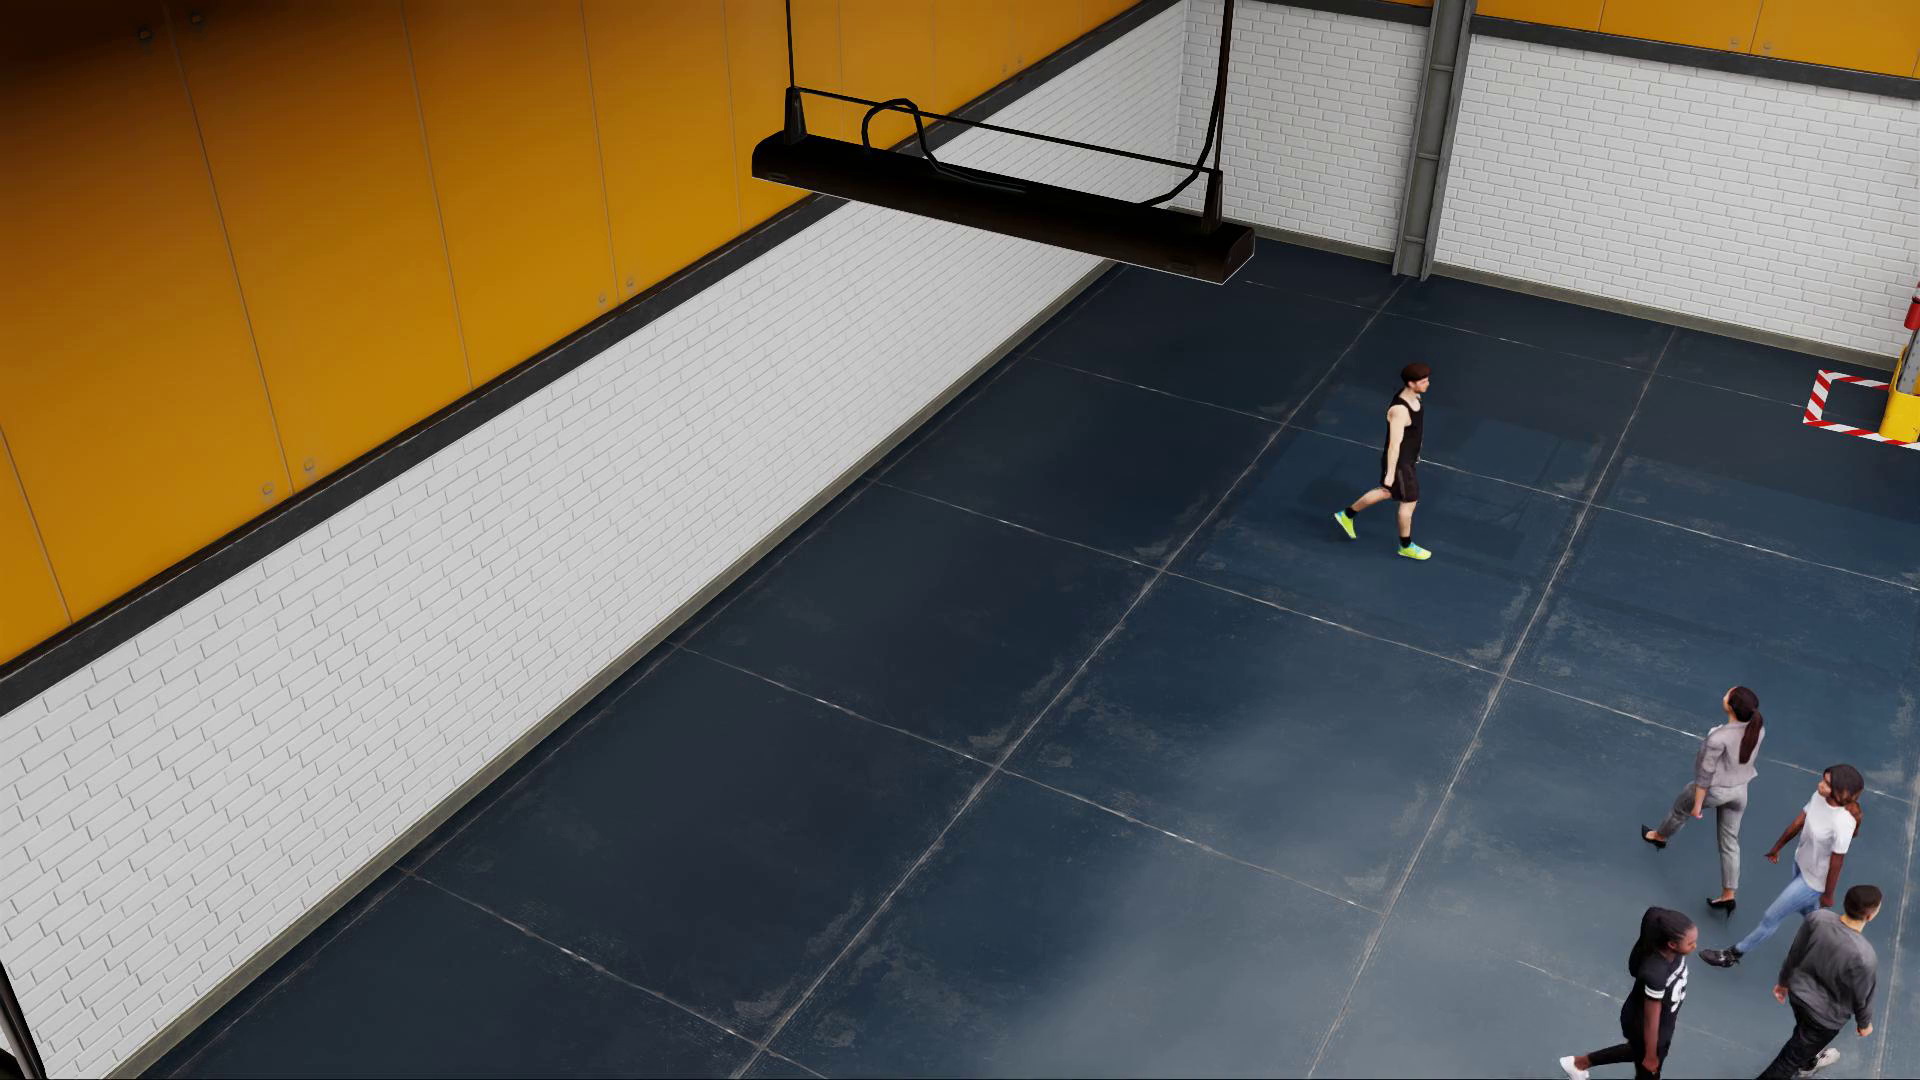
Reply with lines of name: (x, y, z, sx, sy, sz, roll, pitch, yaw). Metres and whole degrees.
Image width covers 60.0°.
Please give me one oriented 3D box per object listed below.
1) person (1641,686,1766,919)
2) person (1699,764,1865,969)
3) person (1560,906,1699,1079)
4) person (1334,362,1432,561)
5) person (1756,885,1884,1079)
person: (5.036, 1.745, 10.931, 1.117, 1.619, 1.166, -8, 34, -12)
person: (5.374, 2.094, 10.346, 1.139, 1.684, 0.872, 4, 34, 6)
person: (3.817, 2.721, 9.374, 0.928, 1.716, 0.642, 17, 37, 24)
person: (3.733, -0.715, 14.410, 1.178, 1.864, 0.835, 10, 35, 15)
person: (4.797, 2.670, 9.439, 1.076, 1.729, 1.030, -9, 35, -13)
